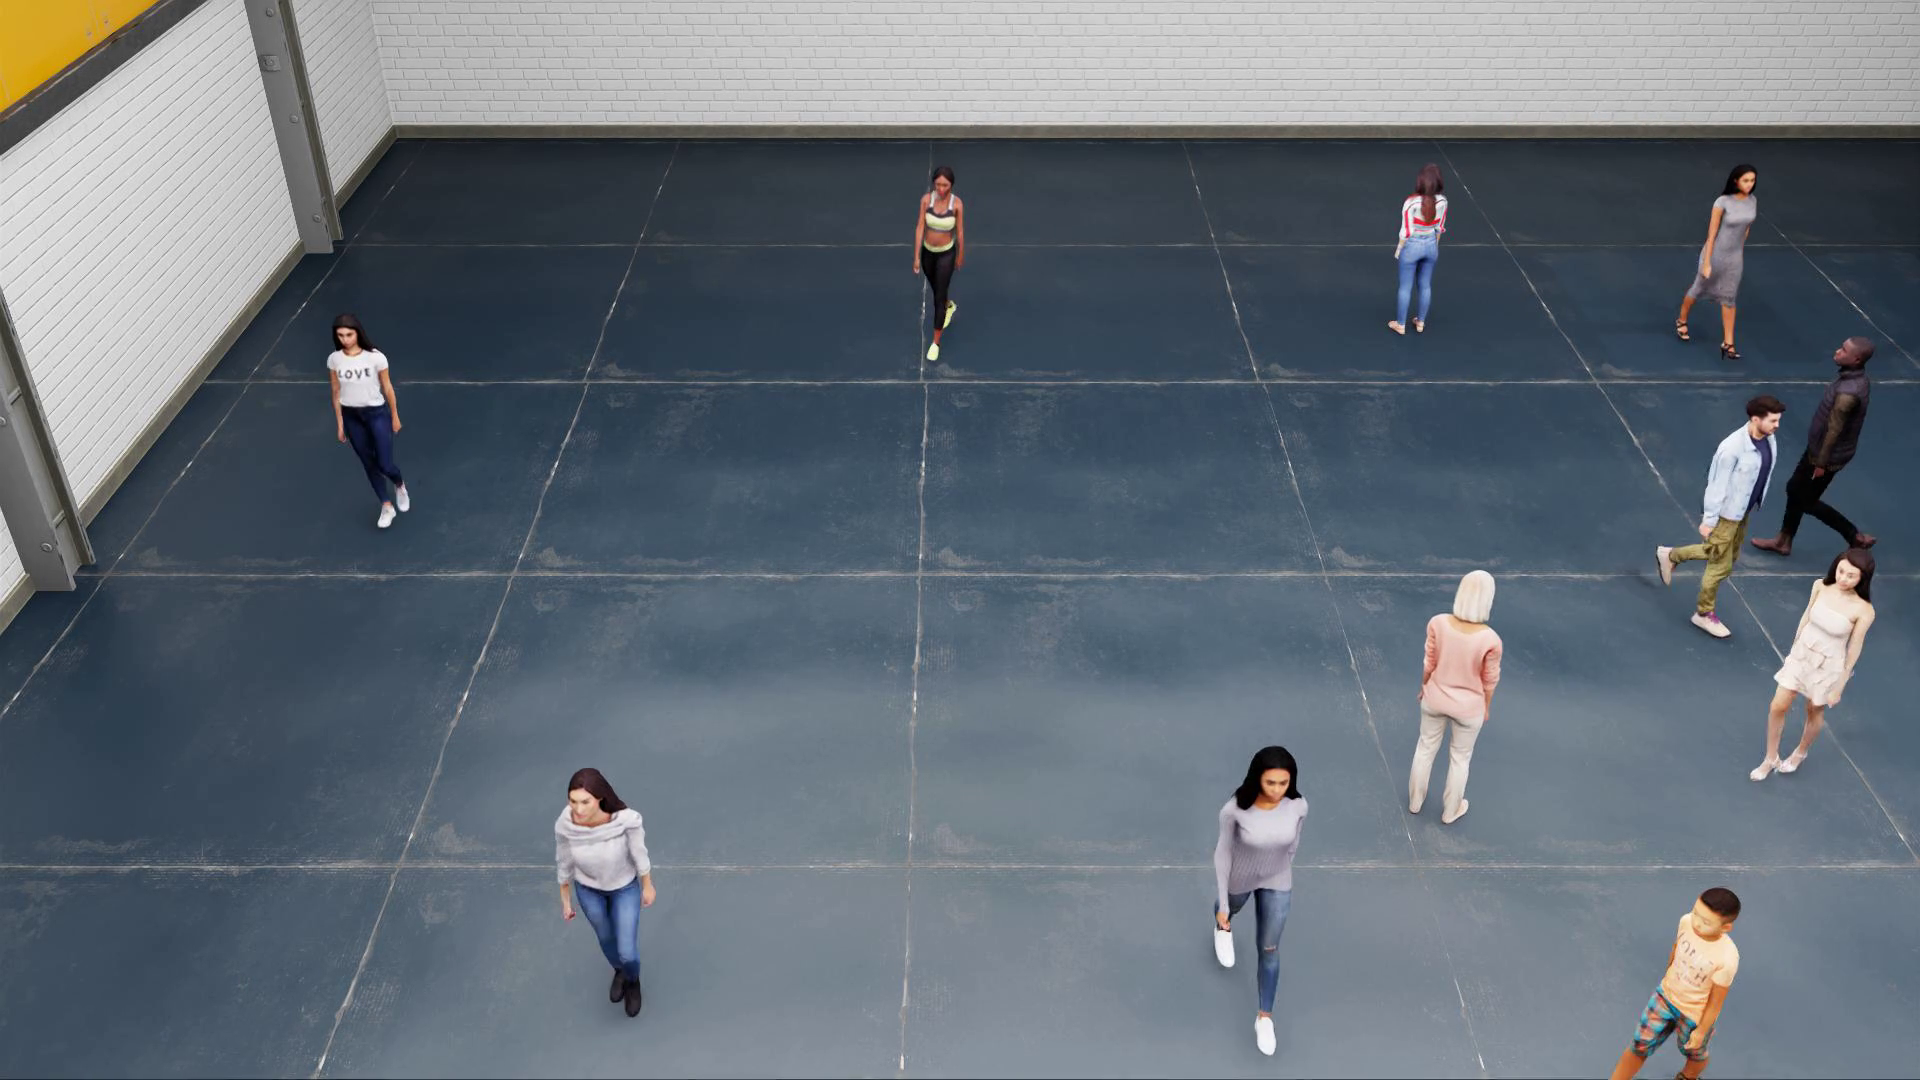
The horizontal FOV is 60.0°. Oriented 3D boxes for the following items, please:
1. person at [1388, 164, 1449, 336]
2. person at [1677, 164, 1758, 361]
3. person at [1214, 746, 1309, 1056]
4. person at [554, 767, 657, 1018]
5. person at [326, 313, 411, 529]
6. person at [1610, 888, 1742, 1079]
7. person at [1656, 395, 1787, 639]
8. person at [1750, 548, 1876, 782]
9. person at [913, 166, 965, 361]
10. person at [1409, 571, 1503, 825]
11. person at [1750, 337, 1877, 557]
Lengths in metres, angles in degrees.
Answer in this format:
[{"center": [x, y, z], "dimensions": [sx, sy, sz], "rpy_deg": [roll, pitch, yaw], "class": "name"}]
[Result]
[{"center": [4.201, -2.660, 15.200], "dimensions": [0.622, 1.613, 0.562], "rpy_deg": [-6, 34, -8], "class": "person"}, {"center": [6.747, -2.534, 14.892], "dimensions": [0.732, 1.744, 1.105], "rpy_deg": [-6, 34, -9], "class": "person"}, {"center": [1.490, 1.695, 8.581], "dimensions": [0.628, 1.687, 1.131], "rpy_deg": [-1, 34, -1], "class": "person"}, {"center": [-1.796, 1.746, 8.570], "dimensions": [0.633, 1.615, 0.602], "rpy_deg": [2, 34, 3], "class": "person"}, {"center": [-4.413, -0.935, 12.466], "dimensions": [0.582, 1.766, 0.631], "rpy_deg": [0, 34, 0], "class": "person"}, {"center": [3.570, 2.217, 8.024], "dimensions": [0.854, 1.434, 0.927], "rpy_deg": [-16, 37, -23], "class": "person"}, {"center": [5.184, -0.224, 11.377], "dimensions": [0.996, 1.789, 1.126], "rpy_deg": [-19, 38, -27], "class": "person"}, {"center": [5.210, 0.749, 9.977], "dimensions": [0.807, 1.717, 0.751], "rpy_deg": [-17, 37, -24], "class": "person"}, {"center": [-0.168, -2.564, 14.967], "dimensions": [0.791, 1.711, 1.222], "rpy_deg": [10, 35, 15], "class": "person"}, {"center": [2.883, 0.925, 9.707], "dimensions": [0.681, 1.724, 0.694], "rpy_deg": [19, 38, 27], "class": "person"}, {"center": [6.300, -0.600, 11.918], "dimensions": [1.034, 1.815, 1.086], "rpy_deg": [16, 37, 22], "class": "person"}]
